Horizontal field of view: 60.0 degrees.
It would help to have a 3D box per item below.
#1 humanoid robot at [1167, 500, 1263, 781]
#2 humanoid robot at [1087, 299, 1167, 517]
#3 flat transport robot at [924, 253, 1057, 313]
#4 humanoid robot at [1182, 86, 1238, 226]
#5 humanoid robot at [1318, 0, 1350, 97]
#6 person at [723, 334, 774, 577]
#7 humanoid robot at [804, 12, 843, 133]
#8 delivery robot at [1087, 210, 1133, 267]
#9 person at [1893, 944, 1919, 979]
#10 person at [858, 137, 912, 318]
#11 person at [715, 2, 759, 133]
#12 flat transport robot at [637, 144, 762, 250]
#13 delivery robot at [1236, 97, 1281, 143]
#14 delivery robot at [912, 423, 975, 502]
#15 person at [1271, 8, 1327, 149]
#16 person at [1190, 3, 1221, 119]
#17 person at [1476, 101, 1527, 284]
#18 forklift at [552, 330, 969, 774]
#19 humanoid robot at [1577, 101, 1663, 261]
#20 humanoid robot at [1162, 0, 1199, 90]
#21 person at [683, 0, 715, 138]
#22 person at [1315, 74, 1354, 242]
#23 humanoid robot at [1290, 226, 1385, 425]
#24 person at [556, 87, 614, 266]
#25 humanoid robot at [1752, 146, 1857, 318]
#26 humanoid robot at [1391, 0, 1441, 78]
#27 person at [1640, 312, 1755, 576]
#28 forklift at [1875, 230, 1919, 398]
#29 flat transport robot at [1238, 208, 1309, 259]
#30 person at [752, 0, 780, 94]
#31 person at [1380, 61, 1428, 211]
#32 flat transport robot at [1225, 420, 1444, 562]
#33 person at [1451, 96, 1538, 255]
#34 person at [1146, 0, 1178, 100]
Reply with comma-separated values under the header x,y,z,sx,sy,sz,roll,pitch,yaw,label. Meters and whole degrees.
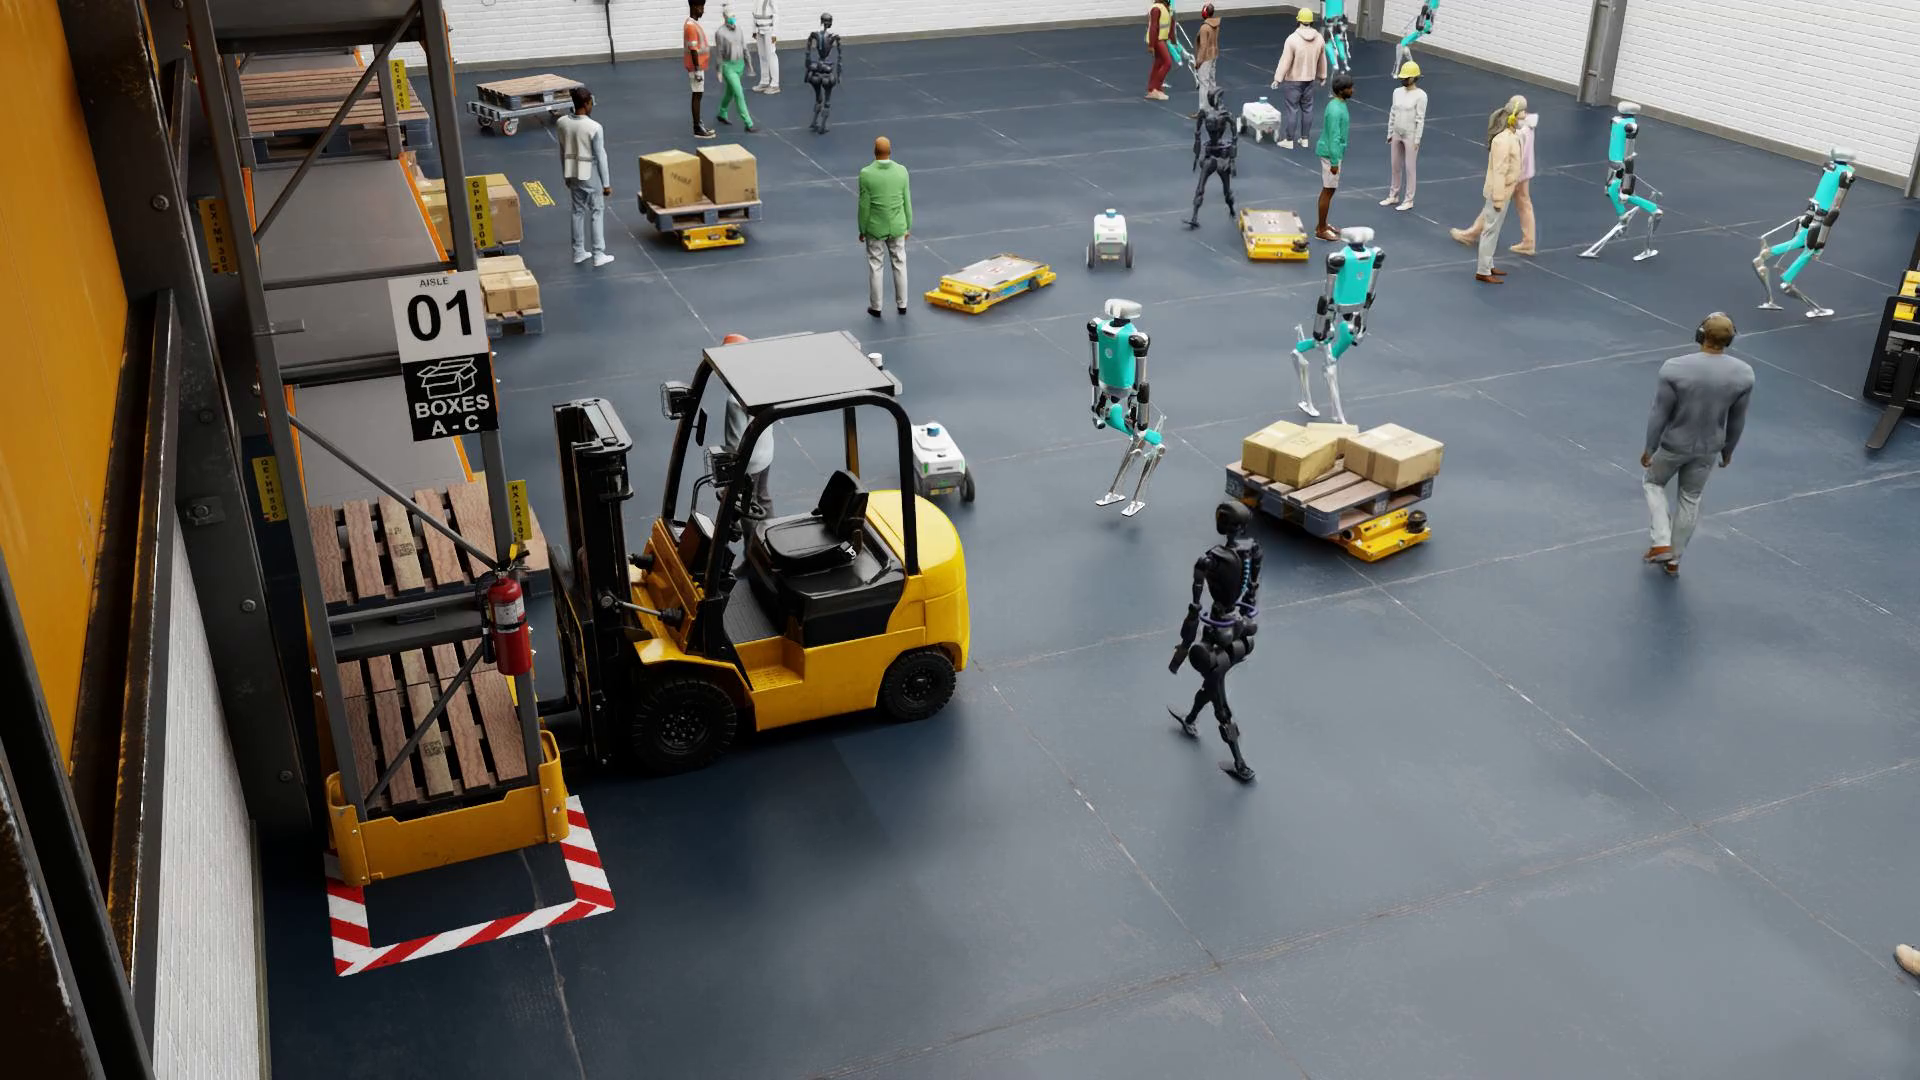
x,y,z,sx,sy,sz,roll,pitch,yaw,label
1.452,0.536,9.410,0.594,1.629,0.786,-20,33,-35,humanoid robot
1.297,-1.013,12.218,0.735,1.677,0.533,-23,35,-38,humanoid robot
0.330,-2.680,17.318,0.659,0.231,1.431,20,33,34,flat transport robot
2.982,-4.447,19.331,0.609,1.637,0.791,21,34,36,humanoid robot
5.929,-7.771,25.856,0.530,1.801,0.797,-13,30,-25,humanoid robot
-1.478,-0.587,11.517,0.350,1.739,0.573,8,28,15,person
-1.952,-6.645,23.642,0.598,1.646,0.327,9,28,18,humanoid robot
1.647,-3.320,18.269,0.499,0.592,0.771,1,27,3,delivery robot
4.837,1.327,7.404,0.617,2.017,0.830,-12,29,-23,person
-0.745,-3.087,16.444,0.549,1.782,0.383,-8,28,-15,person
-3.255,-6.770,23.757,0.937,1.799,0.548,18,32,32,person
-3.015,-3.658,19.264,0.659,0.231,1.431,-11,29,-21,flat transport robot
4.259,-5.951,23.517,0.499,0.603,0.807,-5,27,-10,delivery robot
-0.196,-0.591,12.865,0.499,0.613,0.789,-7,28,-13,delivery robot
4.667,-6.305,22.749,0.815,1.866,0.403,-10,28,-19,person
3.629,-7.037,24.441,0.328,1.651,0.459,18,32,31,person
5.661,-3.657,17.478,0.413,1.876,0.550,12,29,22,person
-1.094,0.010,9.831,2.313,2.155,1.214,-10,28,-20,forklift
7.382,-3.867,18.111,1.017,1.782,0.546,-1,27,-2,humanoid robot
3.518,-7.965,26.235,0.918,1.793,0.531,15,30,28,humanoid robot
-3.680,-6.656,23.348,0.371,1.959,0.602,-3,27,-7,person
4.224,-4.337,18.856,0.394,1.849,0.498,6,27,11,person
3.087,-1.806,13.973,0.537,1.812,0.754,-12,29,-22,humanoid robot
-4.046,-3.906,17.938,0.600,1.904,0.390,13,30,24,person
8.201,-2.980,16.282,0.935,1.739,0.530,2,27,4,humanoid robot
7.394,-8.403,27.089,0.863,1.792,0.566,18,32,32,humanoid robot
5.020,-0.654,11.448,0.646,1.920,0.459,3,27,5,person
9.029,-2.397,14.618,1.214,2.155,2.313,18,32,32,forklift
3.560,-3.488,18.925,0.659,0.231,1.431,2,27,3,flat transport robot
-3.054,-7.957,26.015,0.337,1.882,0.583,-21,34,-36,person
5.337,-4.854,19.986,0.334,1.756,0.516,-18,32,-31,person
2.750,-0.250,12.485,0.659,0.231,1.431,-19,32,-32,flat transport robot
6.037,-4.047,18.410,0.970,1.722,0.565,17,31,30,person
3.129,-7.640,25.537,0.541,1.754,0.486,11,29,21,person
